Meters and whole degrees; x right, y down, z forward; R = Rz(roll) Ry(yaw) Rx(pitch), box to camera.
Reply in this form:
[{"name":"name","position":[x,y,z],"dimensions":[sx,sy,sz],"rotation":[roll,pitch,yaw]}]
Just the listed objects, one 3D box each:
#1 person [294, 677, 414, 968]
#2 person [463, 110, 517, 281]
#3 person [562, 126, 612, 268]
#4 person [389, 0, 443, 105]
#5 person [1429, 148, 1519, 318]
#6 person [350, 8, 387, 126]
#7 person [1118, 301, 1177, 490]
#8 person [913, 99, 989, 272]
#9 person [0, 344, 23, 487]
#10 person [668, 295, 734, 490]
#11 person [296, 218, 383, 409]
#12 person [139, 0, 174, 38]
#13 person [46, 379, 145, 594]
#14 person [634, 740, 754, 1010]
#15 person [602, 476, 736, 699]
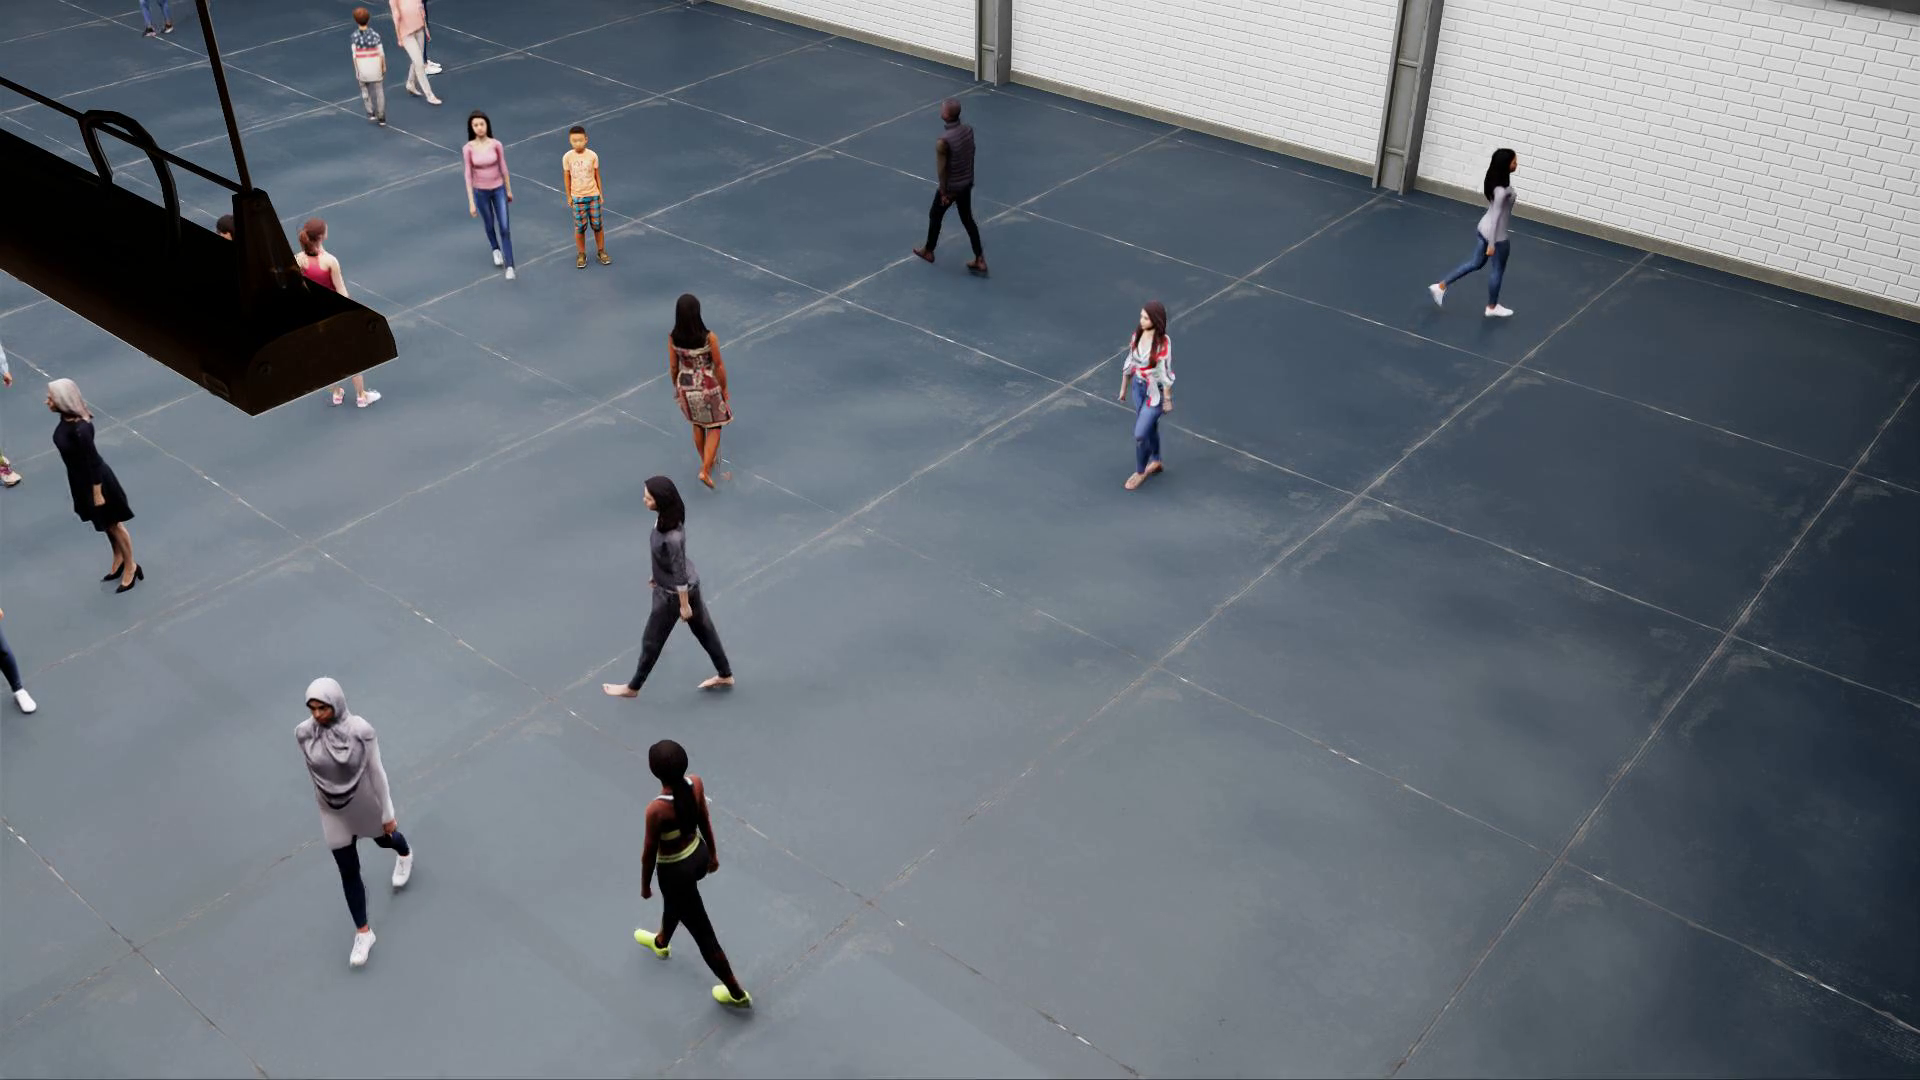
[{"name":"person","position":[-3.378,1.459,9.404],"dimensions":[1.142,1.740,1.134],"rotation":[1,34,2]},{"name":"person","position":[-4.807,-3.546,16.972],"dimensions":[0.999,1.698,1.205],"rotation":[-10,35,-15]},{"name":"person","position":[-3.885,-3.568,17.218],"dimensions":[0.598,1.461,0.627],"rotation":[-11,35,-16]},{"name":"person","position":[-7.110,-6.530,21.458],"dimensions":[0.991,1.700,0.680],"rotation":[20,38,27]},{"name":"person","position":[5.034,-2.947,16.059],"dimensions":[1.153,1.711,1.017],"rotation":[2,34,4]},{"name":"person","position":[-7.351,-5.880,20.727],"dimensions":[0.688,1.428,0.773],"rotation":[-13,36,-19]},{"name":"person","position":[1.610,-1.219,13.563],"dimensions":[0.770,1.595,0.735],"rotation":[-22,40,-30]},{"name":"person","position":[0.014,-3.576,16.927],"dimensions":[1.144,1.797,0.745],"rotation":[27,42,34]},{"name":"person","position":[-8.118,-1.343,13.588],"dimensions":[0.953,1.774,0.724],"rotation":[22,40,30]},{"name":"person","position":[-2.130,-1.185,13.479],"dimensions":[0.959,1.632,0.945],"rotation":[8,35,12]},{"name":"person","position":[-5.550,-1.994,14.592],"dimensions":[0.681,1.747,0.789],"rotation":[-2,34,-3]},{"name":"person","position":[-11.600,-8.095,23.907],"dimensions":[0.900,1.596,0.906],"rotation":[5,34,7]},{"name":"person","position":[-6.361,-0.408,12.206],"dimensions":[0.691,1.747,0.548],"rotation":[-26,42,-33]},{"name":"person","position":[-1.414,1.831,8.875],"dimensions":[1.144,1.706,0.653],"rotation":[21,39,29]},{"name":"person","position":[-1.790,0.337,11.107],"dimensions":[1.145,1.722,1.119],"rotation":[-5,34,-7]}]
